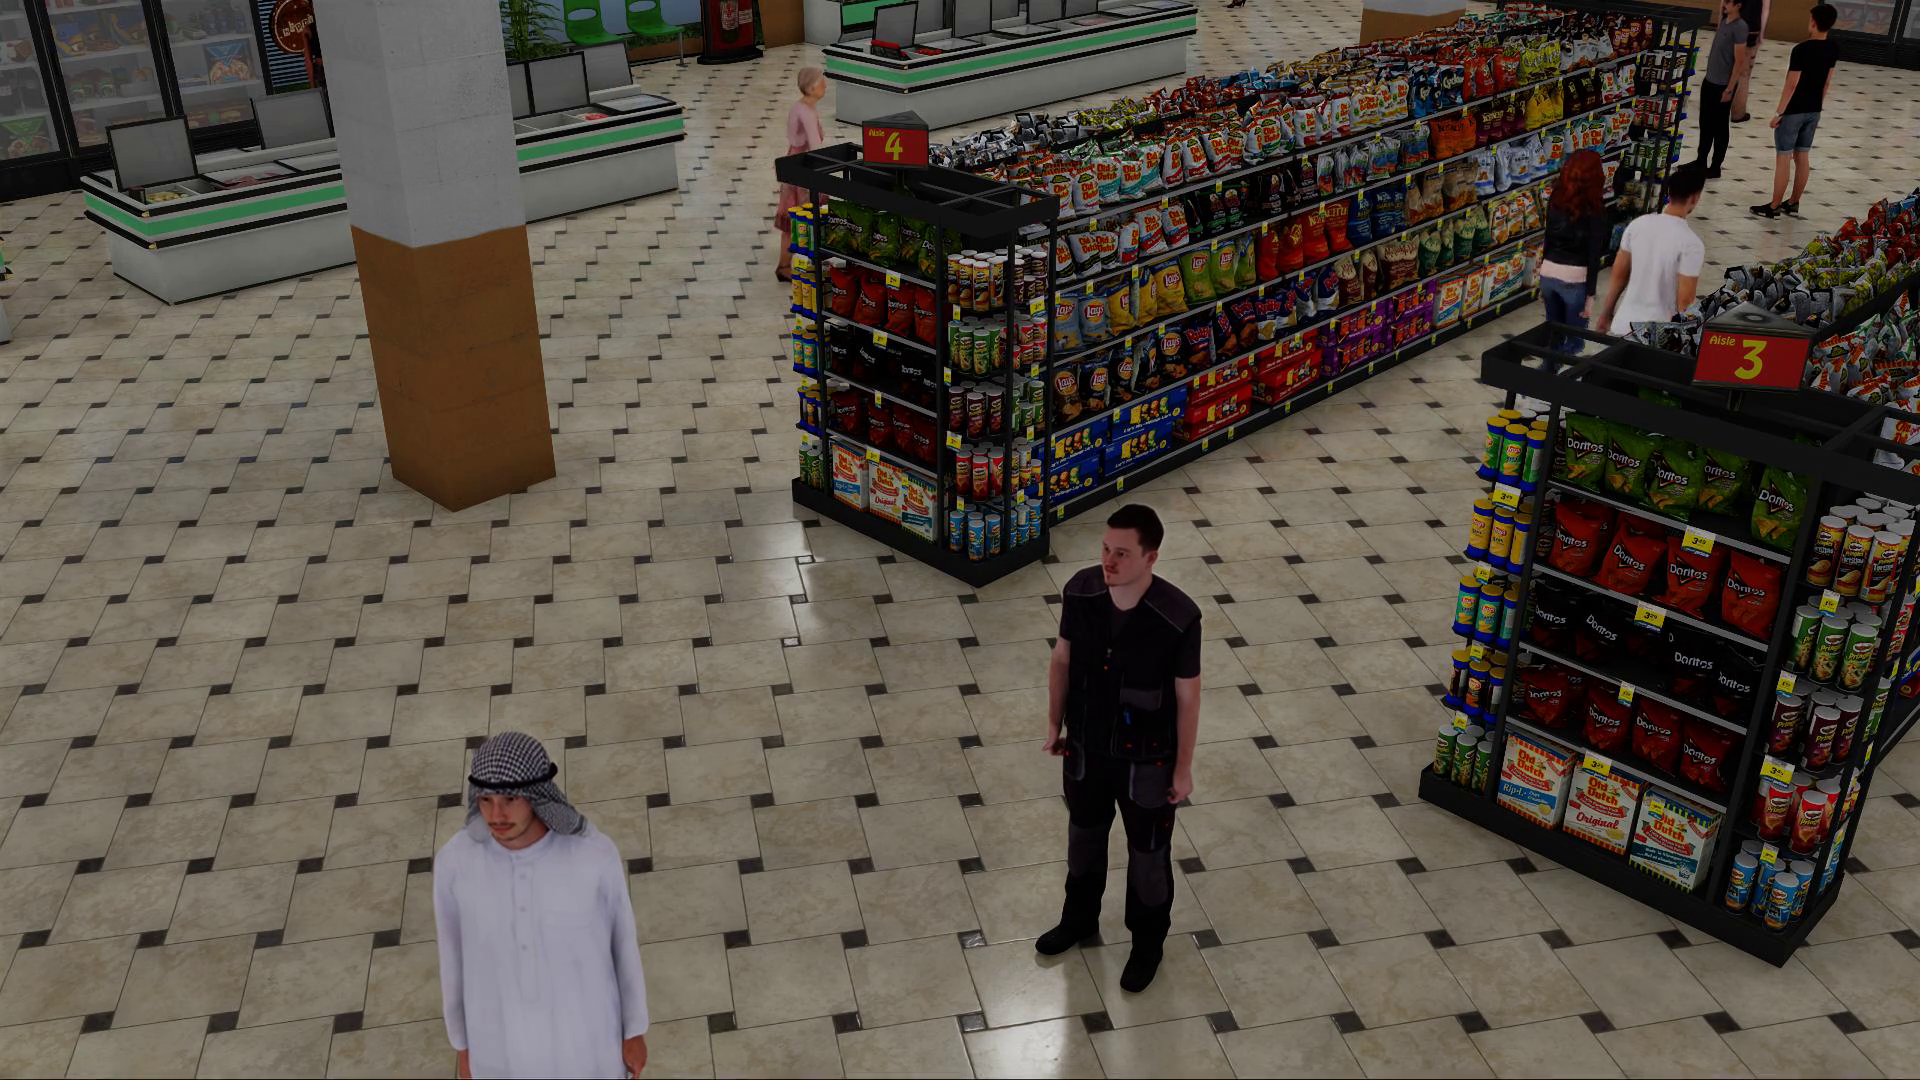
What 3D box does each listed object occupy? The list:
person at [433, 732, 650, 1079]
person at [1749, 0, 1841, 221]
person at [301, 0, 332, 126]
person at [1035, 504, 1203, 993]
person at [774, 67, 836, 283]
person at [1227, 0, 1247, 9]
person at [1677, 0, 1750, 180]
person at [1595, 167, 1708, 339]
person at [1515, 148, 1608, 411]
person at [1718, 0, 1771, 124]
[{"bbox_3d":[-1.104,1.335,4.484,0.780,1.926,0.860,-3,27,-5],"label":"person"},{"bbox_3d":[7.399,-3.763,14.624,0.640,1.847,0.788,-10,29,-19],"label":"person"},{"bbox_3d":[-6.086,-4.431,16.103,0.581,1.700,0.702,-12,29,-22],"label":"person"},{"bbox_3d":[0.565,0.719,5.788,0.769,1.845,0.652,17,32,30],"label":"person"},{"bbox_3d":[-1.313,-2.808,12.940,0.898,1.666,0.808,-5,27,-10],"label":"person"},{"bbox_3d":[4.179,-8.838,24.703,0.669,1.781,0.495,19,32,32],"label":"person"},{"bbox_3d":[7.295,-4.378,15.938,0.740,1.754,0.695,-2,27,-3],"label":"person"},{"bbox_3d":[3.905,-1.212,9.600,0.751,1.841,0.762,-12,29,-23],"label":"person"},{"bbox_3d":[3.668,-1.515,10.271,0.961,1.775,0.688,-16,31,-29],"label":"person"},{"bbox_3d":[8.469,-5.509,18.074,0.666,1.840,0.561,24,35,38],"label":"person"}]
